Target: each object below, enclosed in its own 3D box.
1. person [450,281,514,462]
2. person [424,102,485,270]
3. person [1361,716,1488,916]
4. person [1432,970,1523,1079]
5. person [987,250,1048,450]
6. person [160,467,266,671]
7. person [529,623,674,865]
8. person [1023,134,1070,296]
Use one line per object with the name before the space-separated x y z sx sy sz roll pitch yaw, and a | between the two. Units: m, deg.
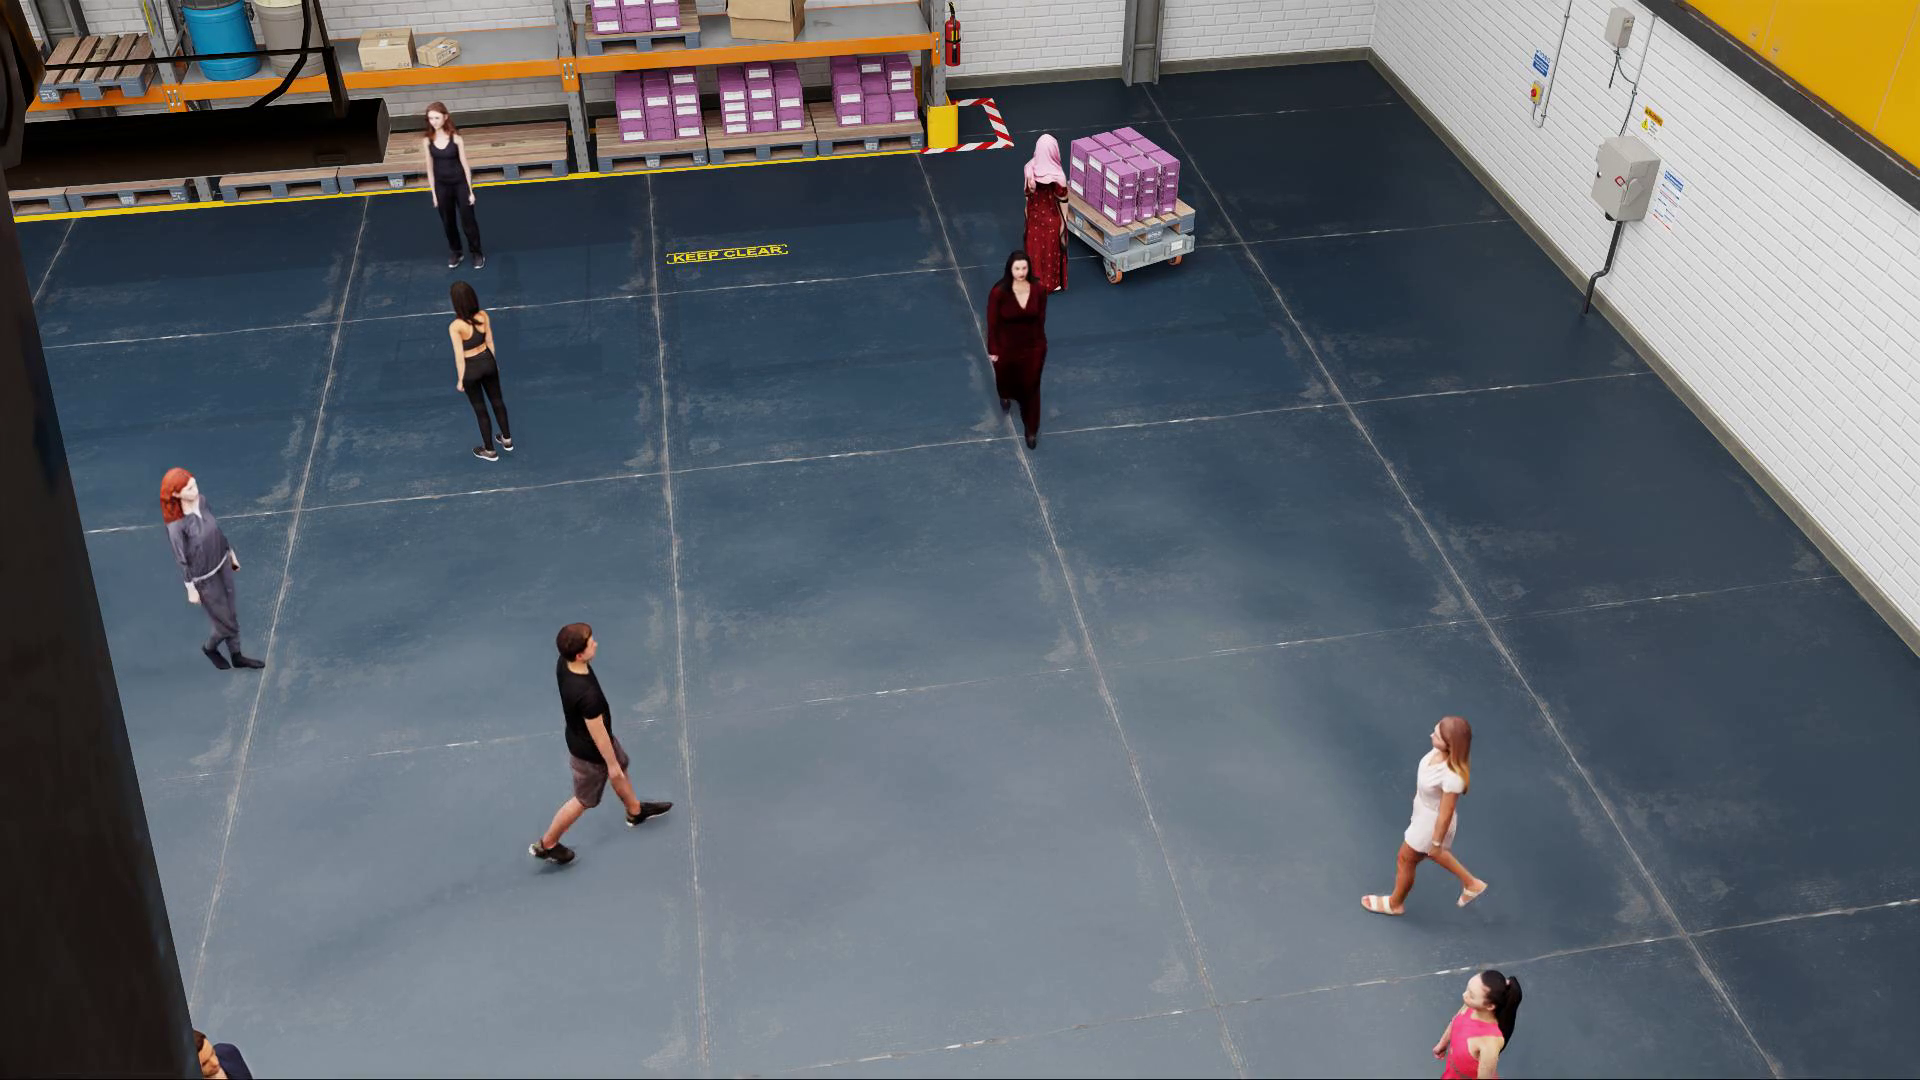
person | -3.978 -1.403 13.752 0.682 1.643 0.611 26 46 29
person | -4.953 -3.476 16.268 0.466 1.742 0.638 -4 39 -4
person | 2.882 1.668 9.876 1.022 1.682 0.806 8 39 10
person | 2.661 2.784 8.489 1.217 1.667 0.844 5 39 7
person | 0.456 -1.693 14.065 1.049 1.705 0.733 -5 39 -7
person | -5.314 0.238 11.595 0.732 1.772 0.710 7 39 8
person | -2.371 1.272 10.247 1.269 1.838 0.903 -16 41 -19
person | 0.822 -3.121 15.907 0.761 1.638 0.818 24 45 27
